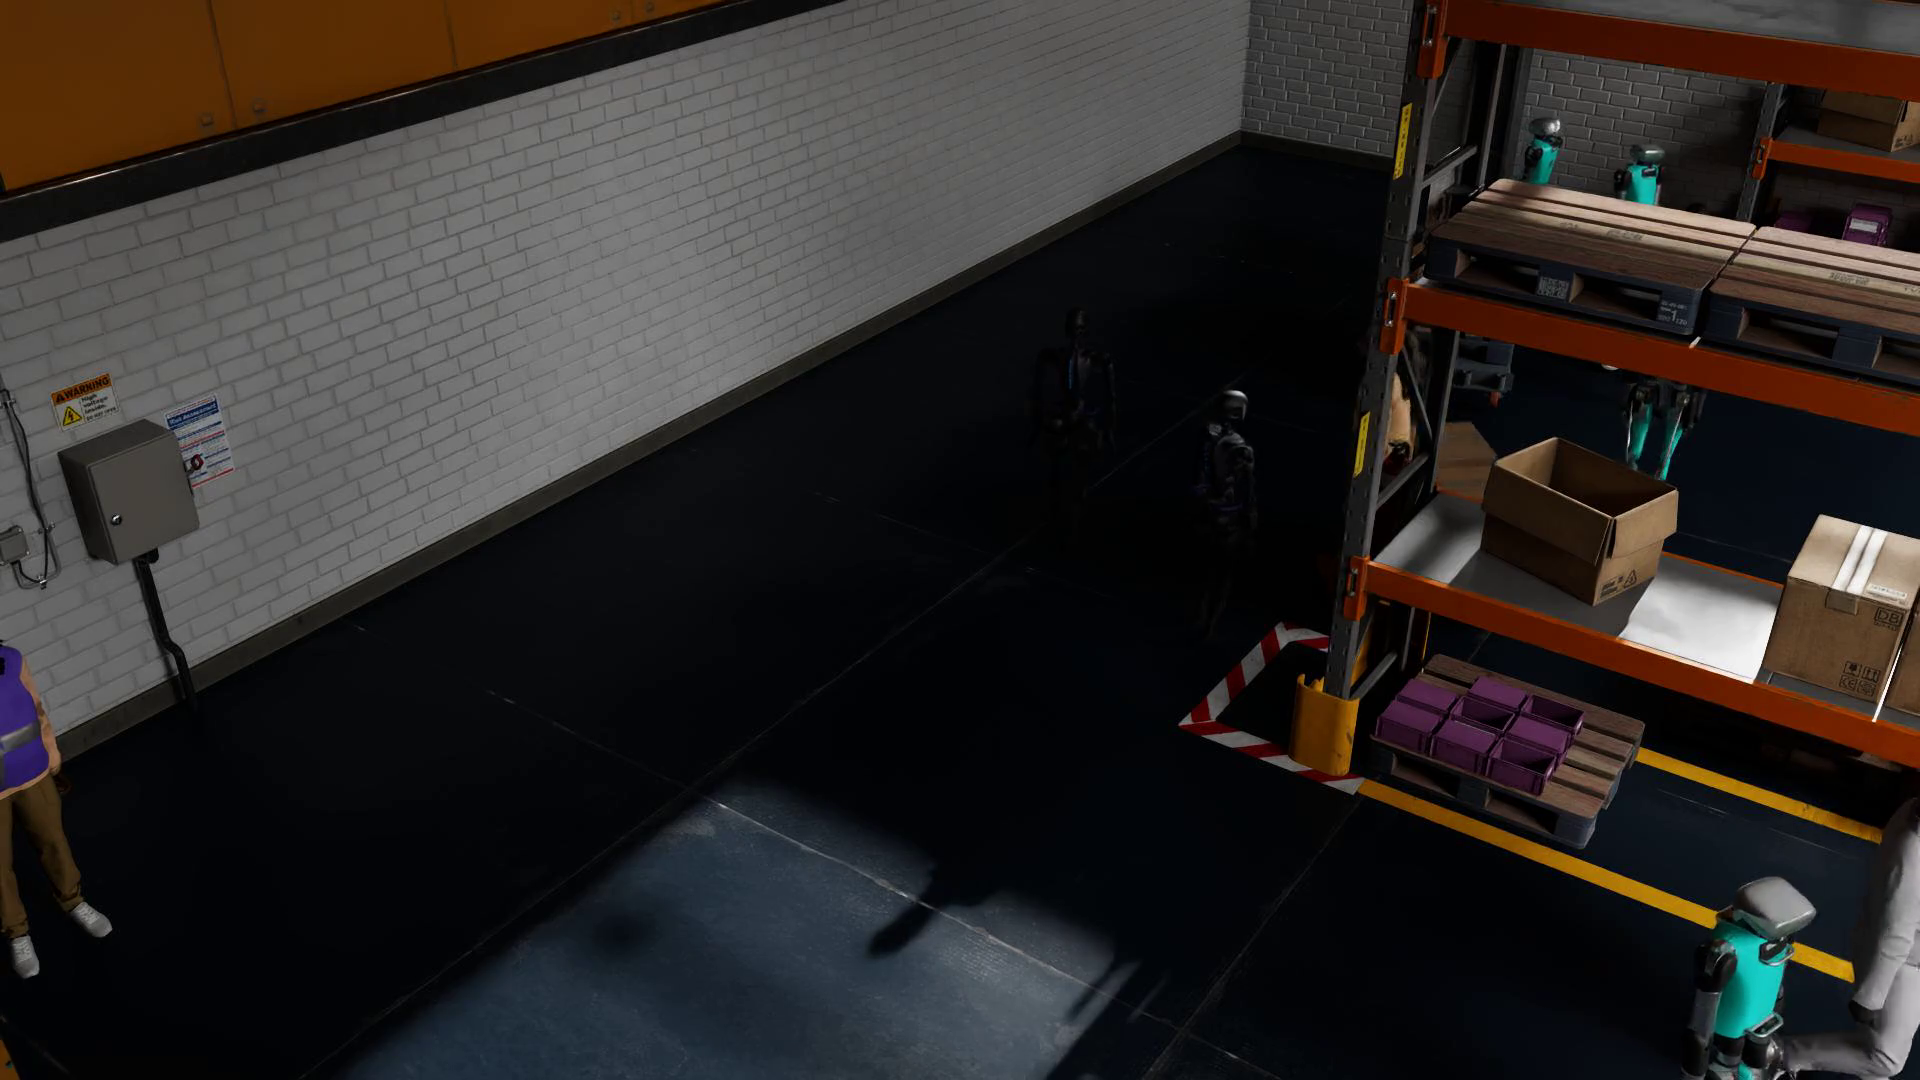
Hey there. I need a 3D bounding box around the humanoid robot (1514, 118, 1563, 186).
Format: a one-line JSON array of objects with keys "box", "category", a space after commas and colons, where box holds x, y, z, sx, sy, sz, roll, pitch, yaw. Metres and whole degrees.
[{"box": [4.742, -2.826, 14.478, 0.902, 1.773, 0.538, 23, 37, 34], "category": "humanoid robot"}]

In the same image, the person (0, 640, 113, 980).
[{"box": [-4.333, 1.078, 7.506, 0.410, 1.931, 0.529, 23, 37, 34], "category": "person"}]

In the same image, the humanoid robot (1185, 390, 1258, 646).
[{"box": [1.559, -0.133, 9.853, 0.348, 1.650, 0.603, -16, 34, -26], "category": "humanoid robot"}]

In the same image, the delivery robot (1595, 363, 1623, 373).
[{"box": [5.561, -1.677, 13.681, 0.791, 0.614, 0.499, 5, 30, 8], "category": "delivery robot"}]

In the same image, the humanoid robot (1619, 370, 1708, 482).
[{"box": [4.563, -0.727, 10.935, 0.530, 1.876, 0.755, 14, 33, 23], "category": "humanoid robot"}]

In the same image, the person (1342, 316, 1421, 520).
[{"box": [2.664, -0.532, 10.376, 0.549, 1.855, 0.600, 16, 33, 25], "category": "person"}]

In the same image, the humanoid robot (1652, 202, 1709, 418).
[{"box": [5.448, -1.815, 12.818, 0.608, 1.625, 0.771, -2, 30, -4], "category": "humanoid robot"}]

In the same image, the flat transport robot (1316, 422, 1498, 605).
[{"box": [3.077, 0.220, 10.658, 1.431, 0.231, 0.659, -2, 30, -4], "category": "flat transport robot"}]

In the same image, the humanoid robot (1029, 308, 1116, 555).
[{"box": [0.752, -0.770, 11.008, 0.591, 1.616, 0.773, 6, 31, 11], "category": "humanoid robot"}]

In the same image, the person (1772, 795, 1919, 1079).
[{"box": [3.669, 1.631, 6.593, 0.631, 1.889, 0.647, 19, 35, 30], "category": "person"}]

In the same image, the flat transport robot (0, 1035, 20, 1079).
[{"box": [-4.620, 2.474, 6.748, 1.431, 0.231, 0.659, -23, 37, -34], "category": "flat transport robot"}]

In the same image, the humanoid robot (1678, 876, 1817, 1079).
[{"box": [2.967, 2.099, 5.981, 0.530, 1.780, 1.026, -19, 35, -29], "category": "humanoid robot"}]

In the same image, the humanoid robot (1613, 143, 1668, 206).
[{"box": [5.576, -2.291, 13.497, 0.546, 1.746, 0.699, -16, 34, -26], "category": "humanoid robot"}]
